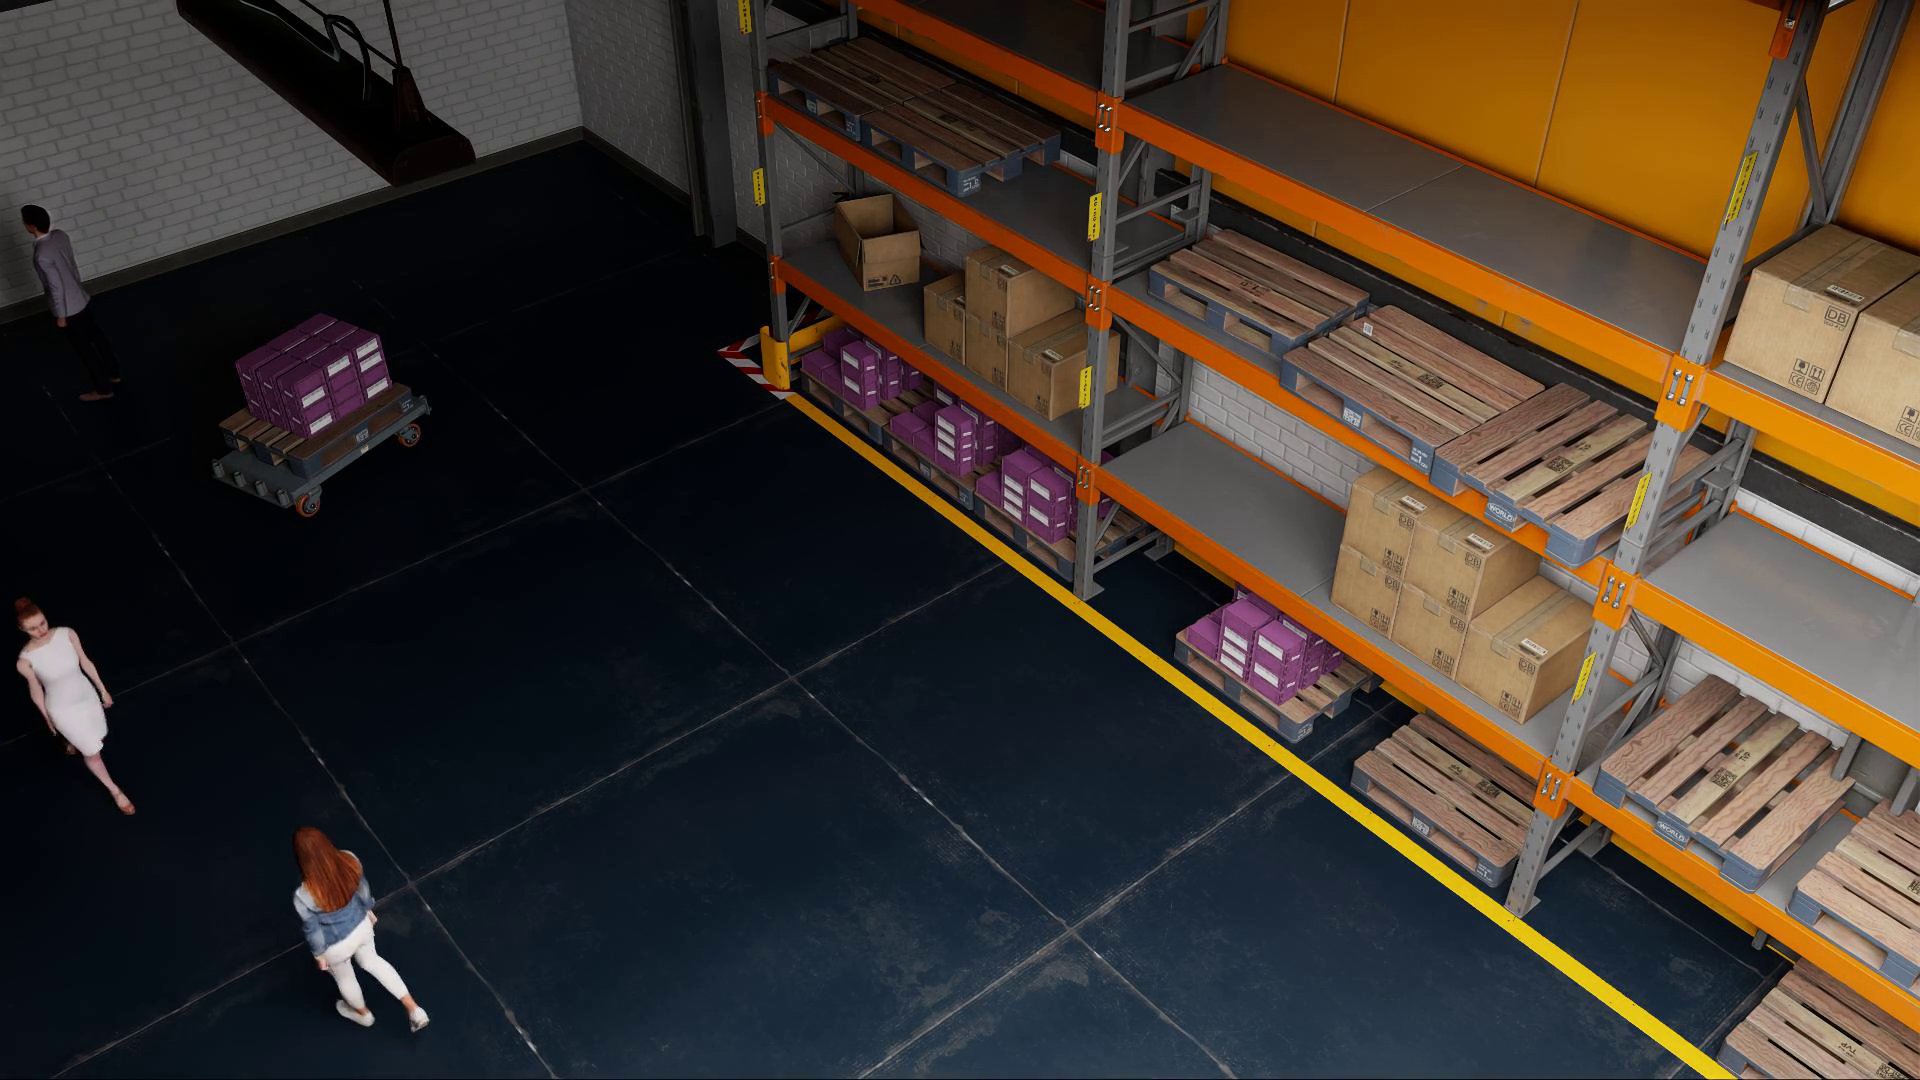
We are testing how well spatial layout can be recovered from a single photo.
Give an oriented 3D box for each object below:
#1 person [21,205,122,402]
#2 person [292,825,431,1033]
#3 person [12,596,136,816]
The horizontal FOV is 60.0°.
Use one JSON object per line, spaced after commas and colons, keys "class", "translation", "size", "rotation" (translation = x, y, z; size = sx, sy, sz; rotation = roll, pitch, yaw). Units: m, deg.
{"class": "person", "translation": [-7.823, -2.094, 14.613], "size": [0.821, 1.850, 0.716], "rotation": [-3, 39, -3]}
{"class": "person", "translation": [-3.383, 2.252, 9.305], "size": [1.025, 1.684, 0.809], "rotation": [20, 43, 23]}
{"class": "person", "translation": [-5.775, 1.038, 10.754], "size": [1.051, 1.772, 0.767], "rotation": [23, 44, 26]}
